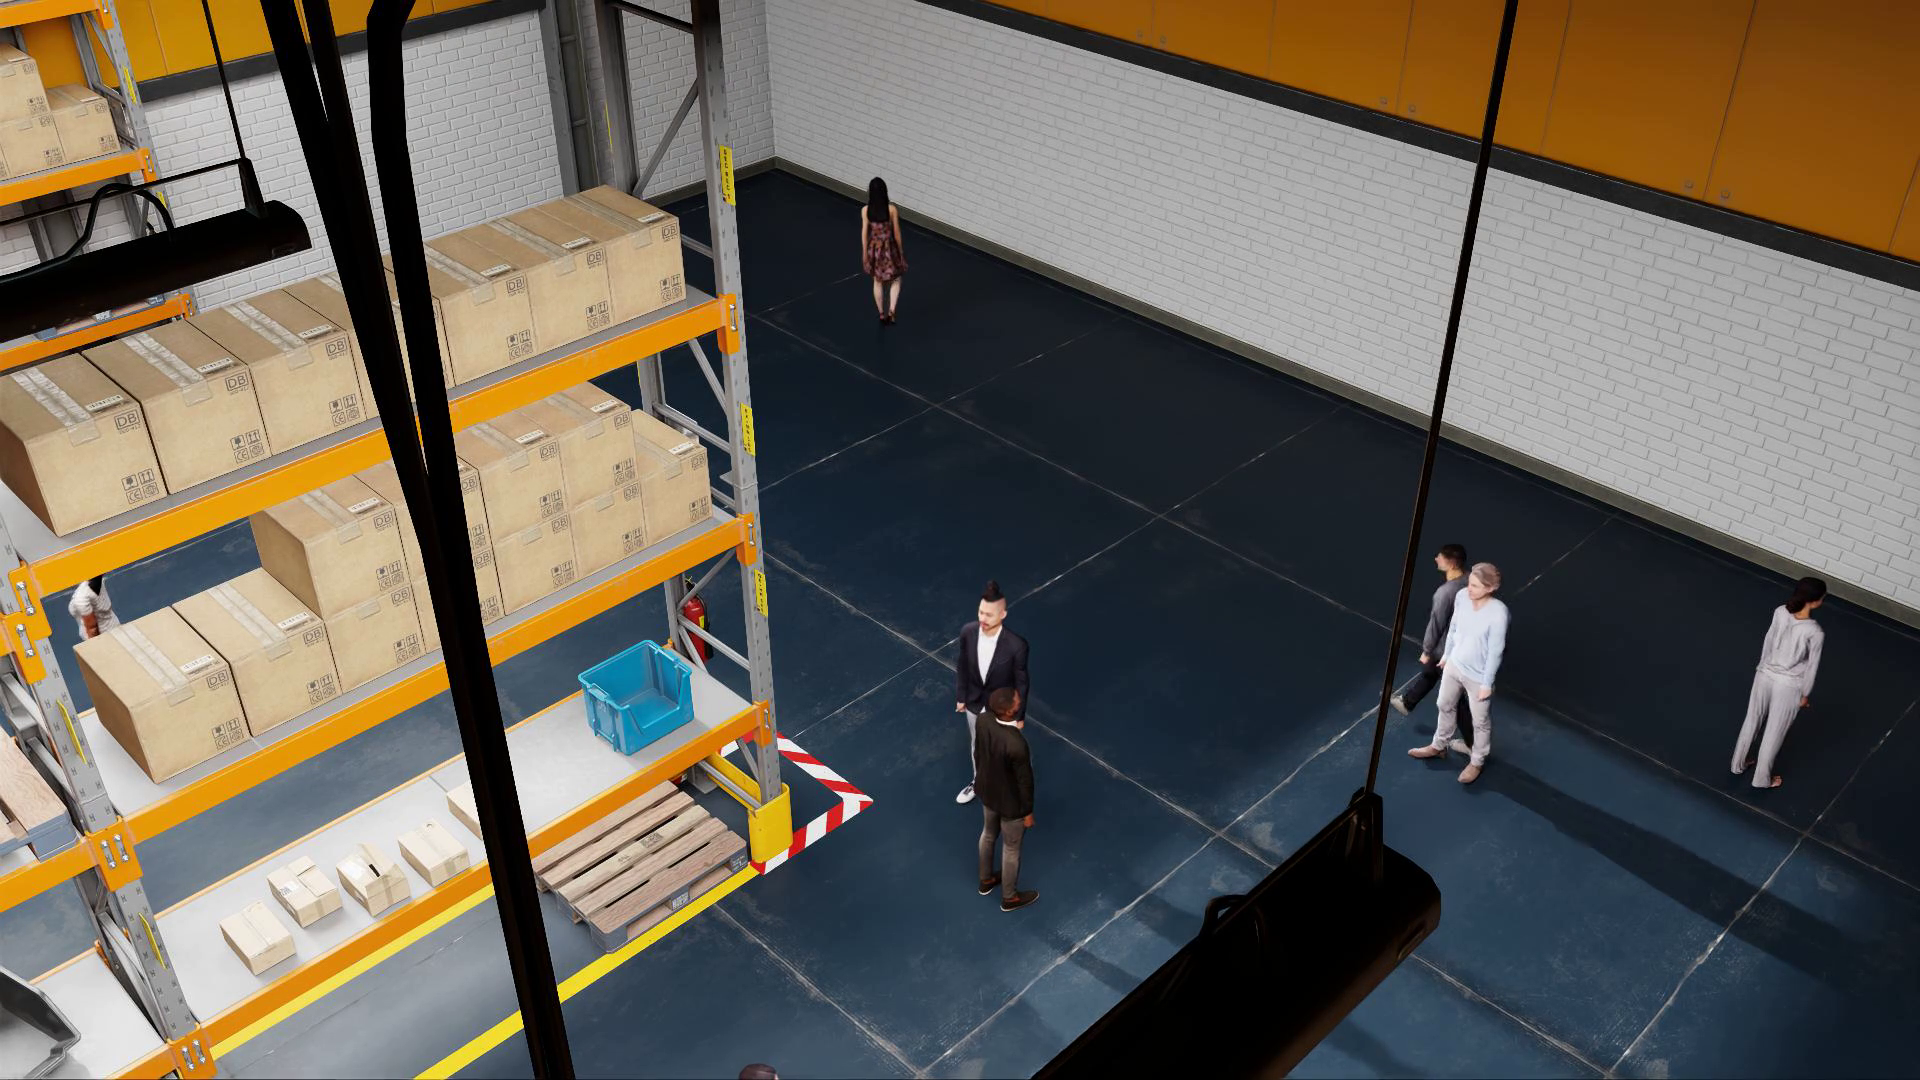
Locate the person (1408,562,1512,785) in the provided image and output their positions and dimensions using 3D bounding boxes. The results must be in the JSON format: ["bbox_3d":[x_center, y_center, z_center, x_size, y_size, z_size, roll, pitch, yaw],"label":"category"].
[{"bbox_3d":[3.751,0.935,12.094,0.764,1.889,0.749,-20,38,-27],"label":"person"}]

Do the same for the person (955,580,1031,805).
[{"bbox_3d":[0.238,1.114,11.770,0.771,1.950,0.688,17,37,24],"label":"person"}]

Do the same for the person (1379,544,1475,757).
[{"bbox_3d":[3.743,0.846,12.380,1.067,1.721,0.720,-27,42,-34],"label":"person"}]

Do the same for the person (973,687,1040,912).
[{"bbox_3d":[0.290,1.702,11.021,0.588,1.799,0.678,-24,40,-31],"label":"person"}]

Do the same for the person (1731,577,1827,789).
[{"bbox_3d":[5.947,1.031,12.054,0.638,1.774,0.655,-15,36,-21],"label":"person"}]

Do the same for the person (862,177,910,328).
[{"bbox_3d":[-0.851,-3.118,18.301,0.830,1.769,0.884,3,34,4],"label":"person"}]
